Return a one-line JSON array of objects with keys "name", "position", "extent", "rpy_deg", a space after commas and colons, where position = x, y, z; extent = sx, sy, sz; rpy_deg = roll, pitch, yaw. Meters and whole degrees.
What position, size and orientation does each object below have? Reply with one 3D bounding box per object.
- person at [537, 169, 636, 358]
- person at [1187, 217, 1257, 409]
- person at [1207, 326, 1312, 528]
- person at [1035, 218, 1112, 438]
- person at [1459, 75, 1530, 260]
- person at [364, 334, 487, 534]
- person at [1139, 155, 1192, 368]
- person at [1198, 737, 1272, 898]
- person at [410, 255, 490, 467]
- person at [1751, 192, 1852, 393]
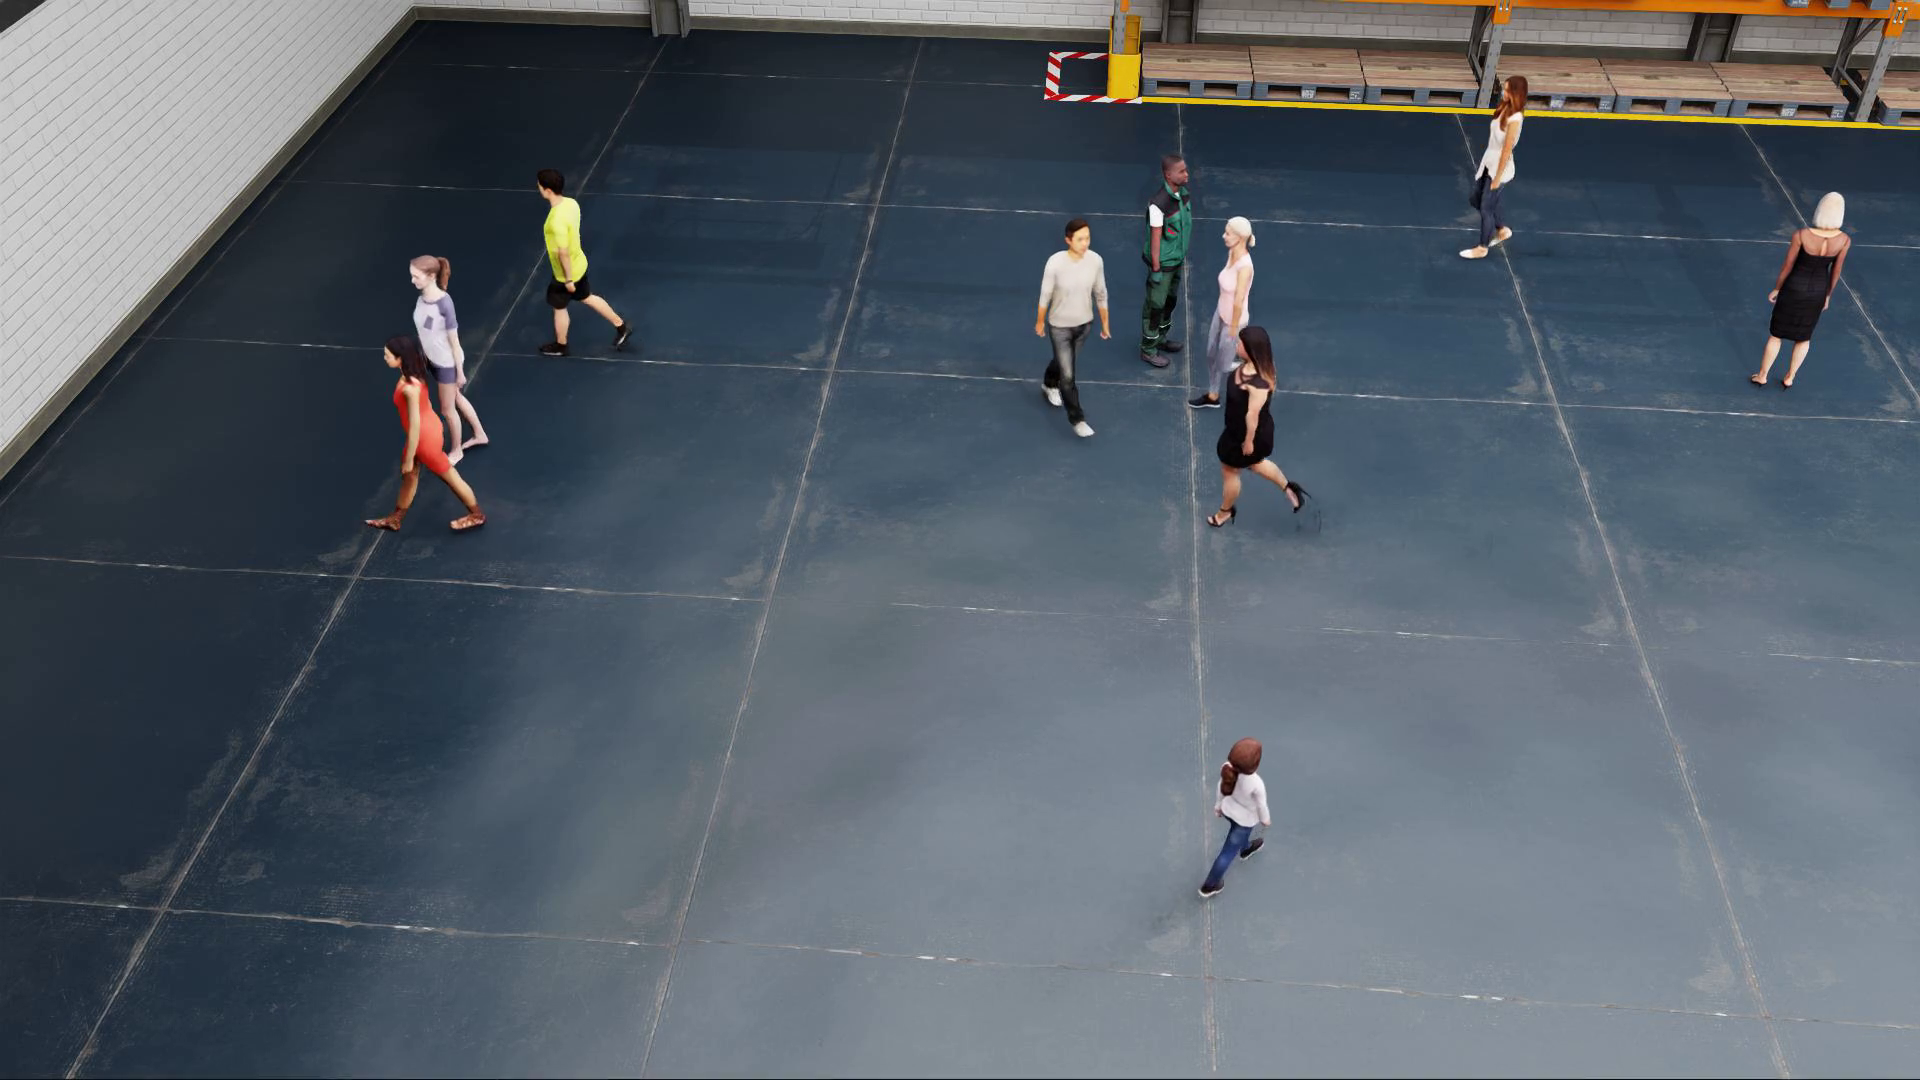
[{"name": "person", "position": [-3.147, -2.266, 13.739], "extent": [1.033, 1.683, 0.630], "rpy_deg": [3, 39, 4]}, {"name": "person", "position": [2.202, -1.739, 13.058], "extent": [0.941, 1.710, 0.680], "rpy_deg": [-5, 39, -7]}, {"name": "person", "position": [2.146, -0.762, 11.844], "extent": [0.975, 1.696, 0.708], "rpy_deg": [8, 39, 10]}, {"name": "person", "position": [0.817, -1.746, 13.013], "extent": [1.183, 1.776, 1.091], "rpy_deg": [-15, 41, -18]}, {"name": "person", "position": [4.938, -3.343, 15.014], "extent": [0.683, 1.775, 0.600], "rpy_deg": [2, 39, 2]}, {"name": "person", "position": [-3.697, -0.715, 11.799], "extent": [1.160, 1.680, 0.906], "rpy_deg": [-12, 40, -14]}, {"name": "person", "position": [1.683, -2.318, 13.678], "extent": [0.758, 1.840, 0.773], "rpy_deg": [19, 42, 22]}, {"name": "person", "position": [1.549, 1.571, 9.412], "extent": [0.833, 1.087, 0.756], "rpy_deg": [-26, 45, -29]}, {"name": "person", "position": [-3.849, -1.366, 12.554], "extent": [0.863, 1.755, 0.804], "rpy_deg": [-25, 45, -28]}, {"name": "person", "position": [6.744, -1.963, 13.311], "extent": [0.502, 1.744, 0.688], "rpy_deg": [10, 40, 12]}]
